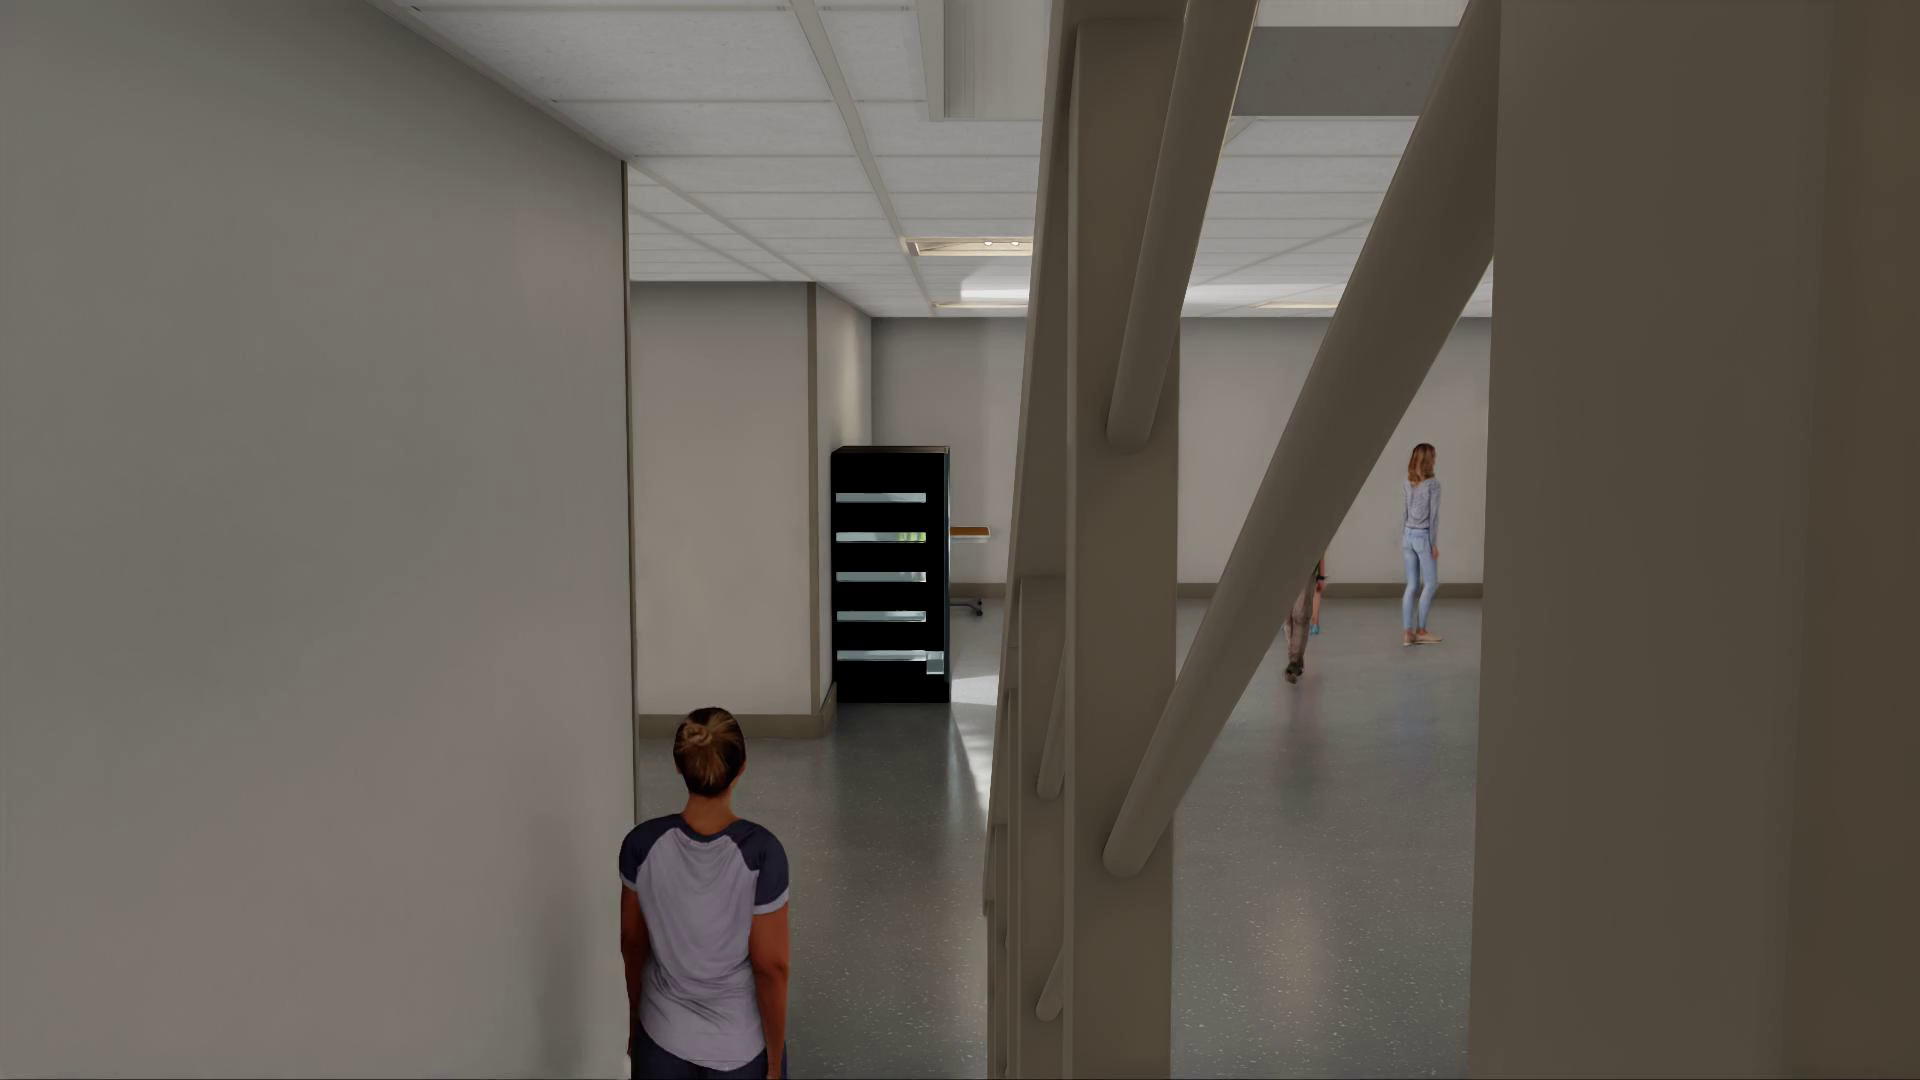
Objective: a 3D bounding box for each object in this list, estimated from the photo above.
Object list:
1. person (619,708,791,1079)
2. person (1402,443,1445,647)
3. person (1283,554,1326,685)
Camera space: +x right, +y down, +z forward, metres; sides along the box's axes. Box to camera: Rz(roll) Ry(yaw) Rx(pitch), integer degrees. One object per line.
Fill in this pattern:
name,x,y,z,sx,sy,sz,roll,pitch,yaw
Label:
person,-0.602,1.219,3.875,0.562,1.604,0.697,0,6,0
person,4.019,0.050,14.613,0.798,1.781,0.698,-3,7,-31
person,2.629,0.295,12.994,0.873,1.618,1.127,2,6,23
